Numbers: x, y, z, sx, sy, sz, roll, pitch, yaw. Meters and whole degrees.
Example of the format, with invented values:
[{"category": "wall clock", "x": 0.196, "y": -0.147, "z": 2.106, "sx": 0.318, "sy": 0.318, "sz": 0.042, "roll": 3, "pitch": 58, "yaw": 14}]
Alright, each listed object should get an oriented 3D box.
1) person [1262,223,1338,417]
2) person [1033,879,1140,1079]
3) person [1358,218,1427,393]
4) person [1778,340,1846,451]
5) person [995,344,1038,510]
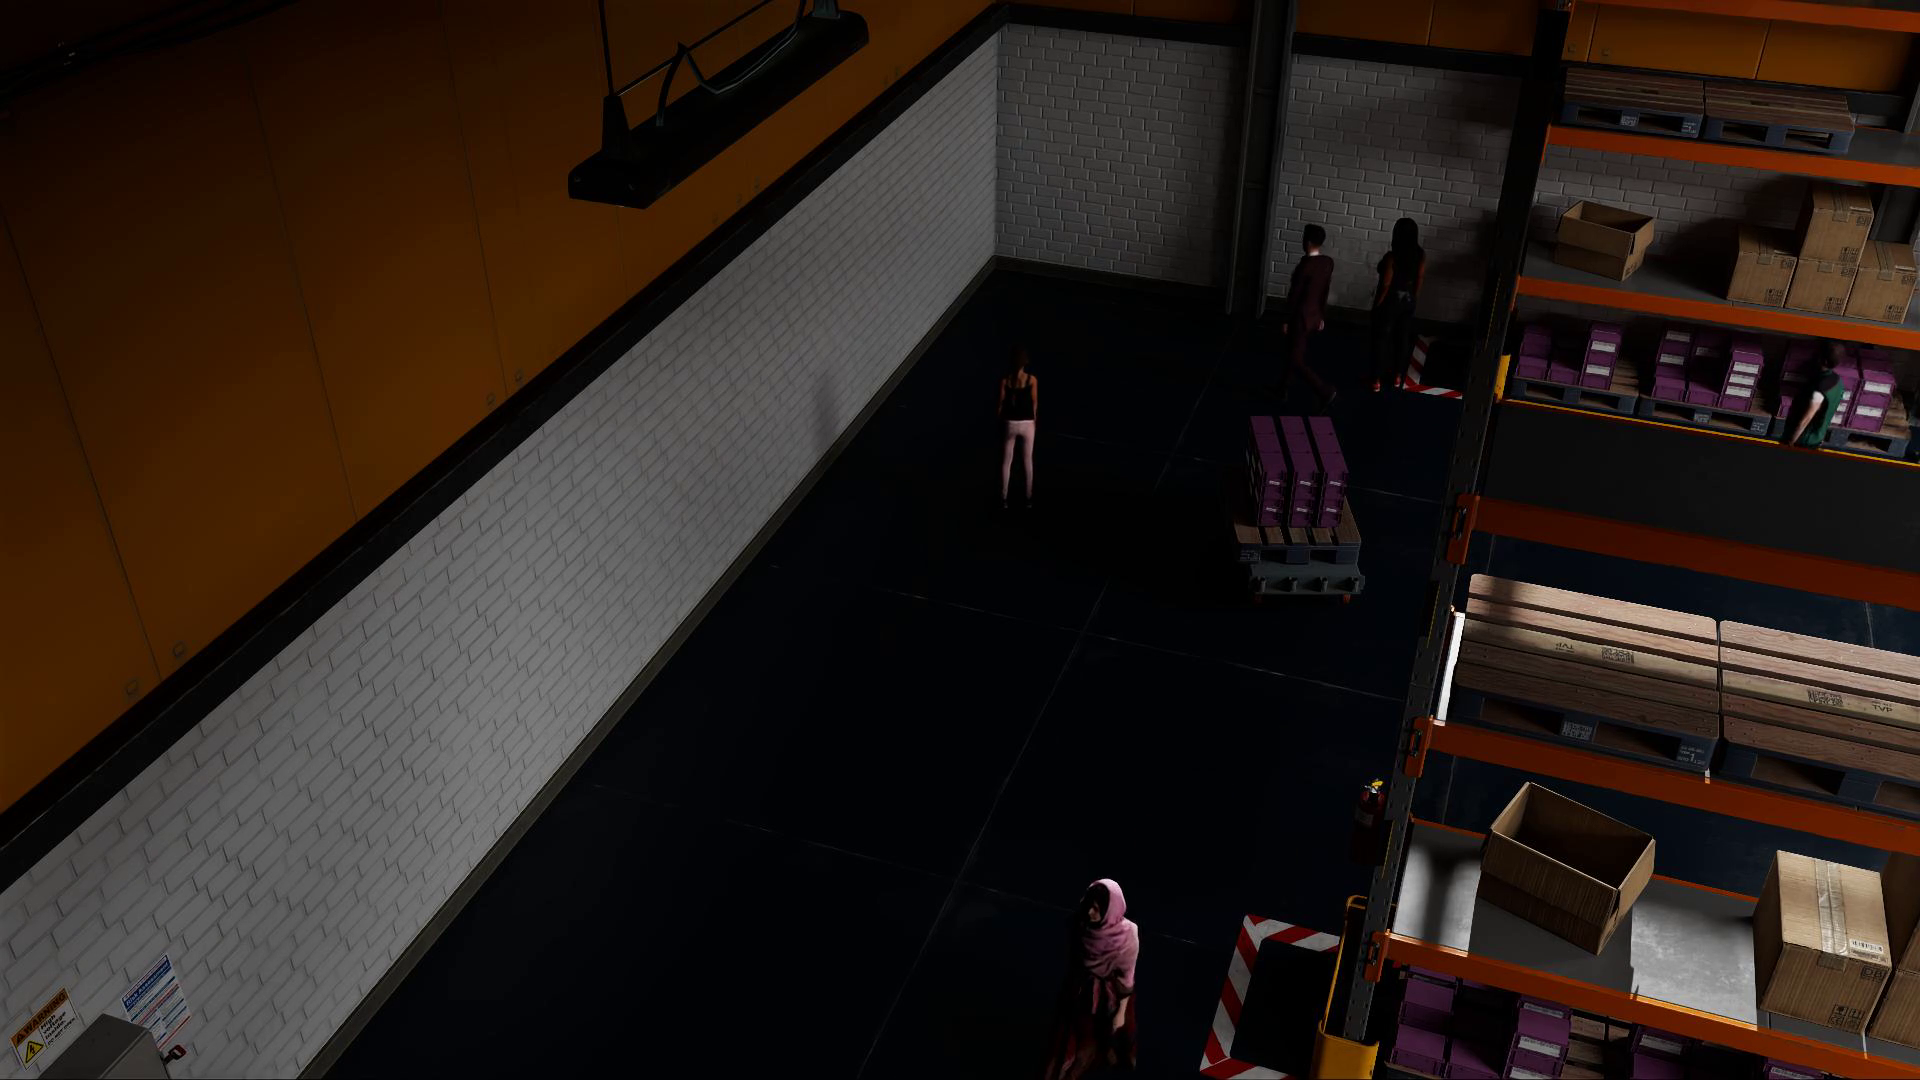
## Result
[{"category": "person", "x": 3.390, "y": -2.094, "z": 16.078, "sx": 1.201, "sy": 1.829, "sz": 0.965, "roll": 25, "pitch": 41, "yaw": 33}, {"category": "person", "x": 0.837, "y": 2.490, "z": 9.376, "sx": 1.104, "sy": 1.614, "sz": 0.965, "roll": 26, "pitch": 42, "yaw": 34}, {"category": "person", "x": 4.302, "y": -2.338, "z": 16.457, "sx": 0.756, "sy": 1.816, "sz": 0.828, "roll": -12, "pitch": 36, "yaw": -18}, {"category": "person", "x": 7.236, "y": -0.816, "z": 14.167, "sx": 1.173, "sy": 1.815, "sz": 0.868, "roll": 22, "pitch": 40, "yaw": 30}, {"category": "person", "x": 0.509, "y": -0.995, "z": 14.669, "sx": 0.545, "sy": 1.557, "sz": 0.649, "roll": -1, "pitch": 34, "yaw": -1}]
